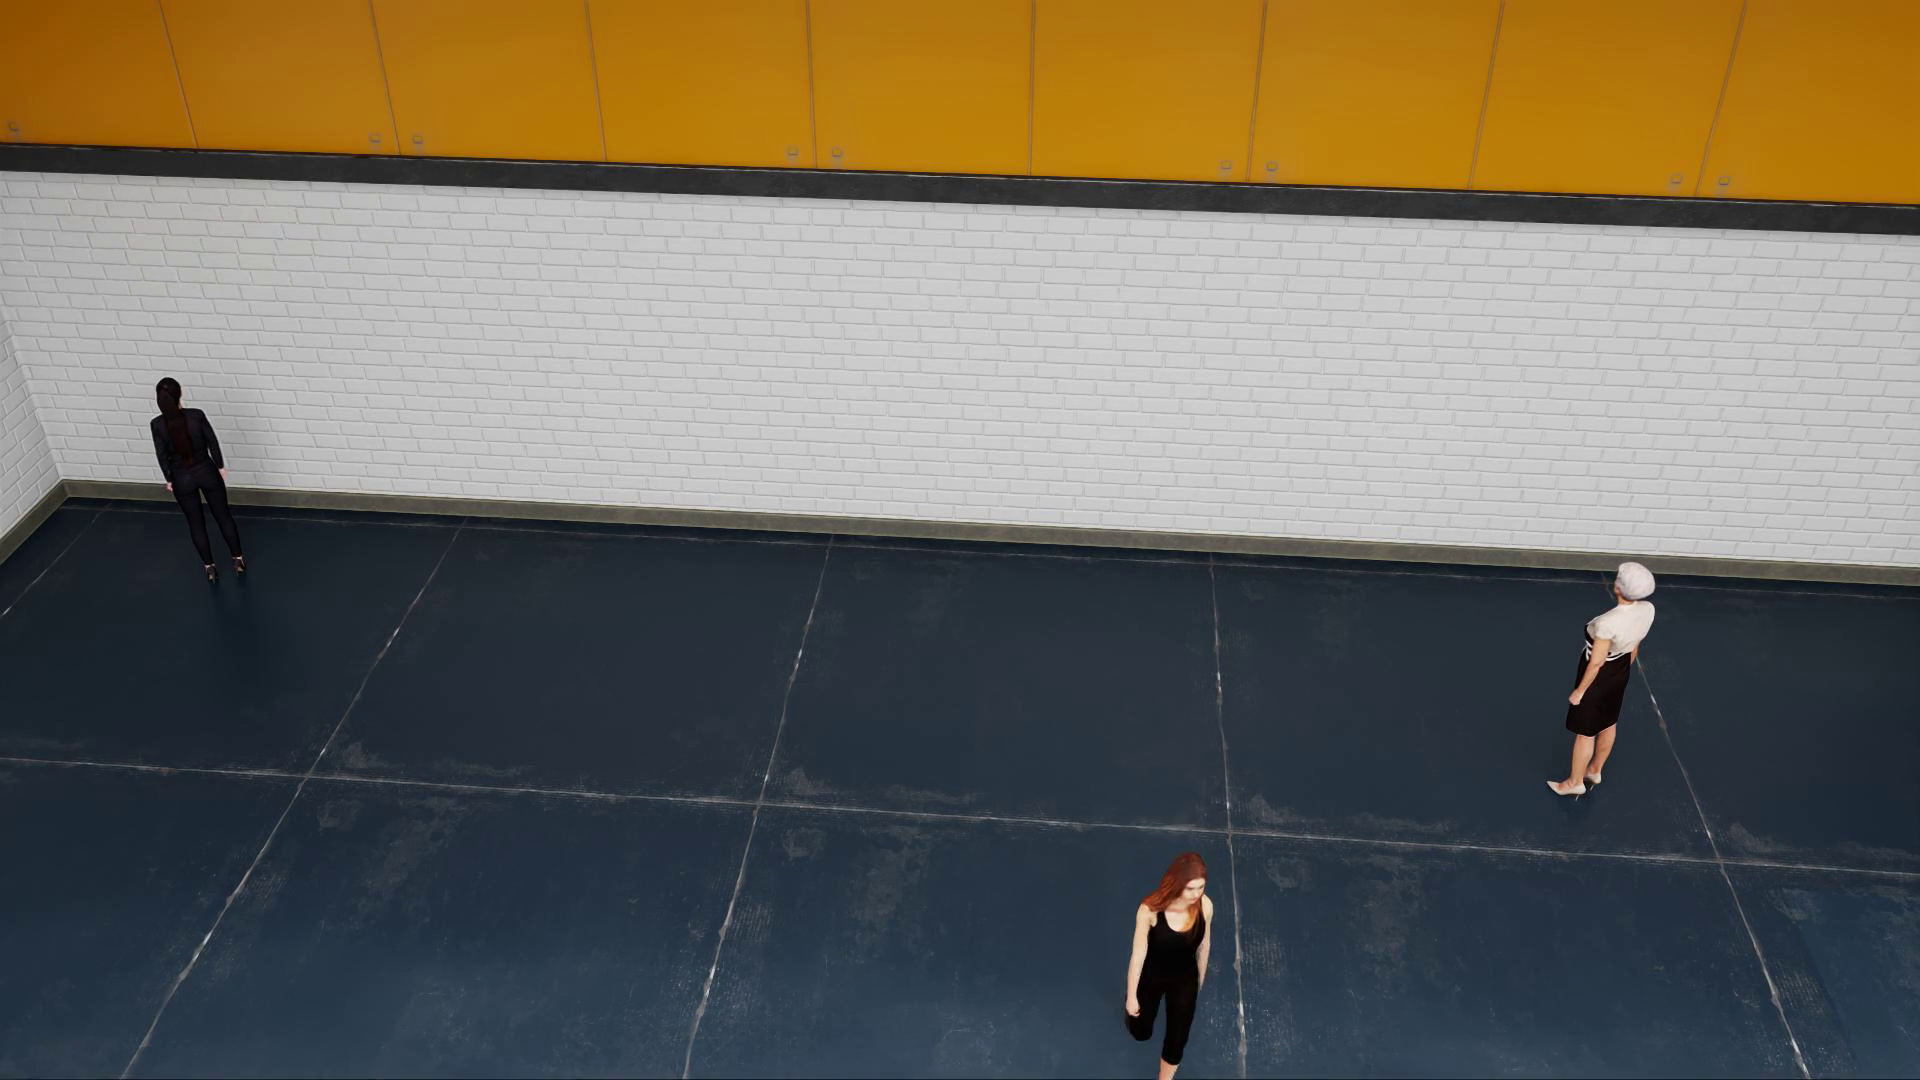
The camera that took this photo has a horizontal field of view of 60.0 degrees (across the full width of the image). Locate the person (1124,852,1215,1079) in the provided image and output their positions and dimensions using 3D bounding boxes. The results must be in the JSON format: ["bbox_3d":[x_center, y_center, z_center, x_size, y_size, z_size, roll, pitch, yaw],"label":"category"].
[{"bbox_3d":[1.024,2.173,8.418,0.690,1.706,0.987,-3,34,-4],"label":"person"}]

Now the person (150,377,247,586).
[{"bbox_3d":[-5.671,-0.450,12.359,0.646,1.711,0.654,-15,37,-22],"label":"person"}]

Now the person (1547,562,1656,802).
[{"bbox_3d":[3.998,0.886,10.309,0.712,1.756,0.732,-18,38,-25],"label":"person"}]
